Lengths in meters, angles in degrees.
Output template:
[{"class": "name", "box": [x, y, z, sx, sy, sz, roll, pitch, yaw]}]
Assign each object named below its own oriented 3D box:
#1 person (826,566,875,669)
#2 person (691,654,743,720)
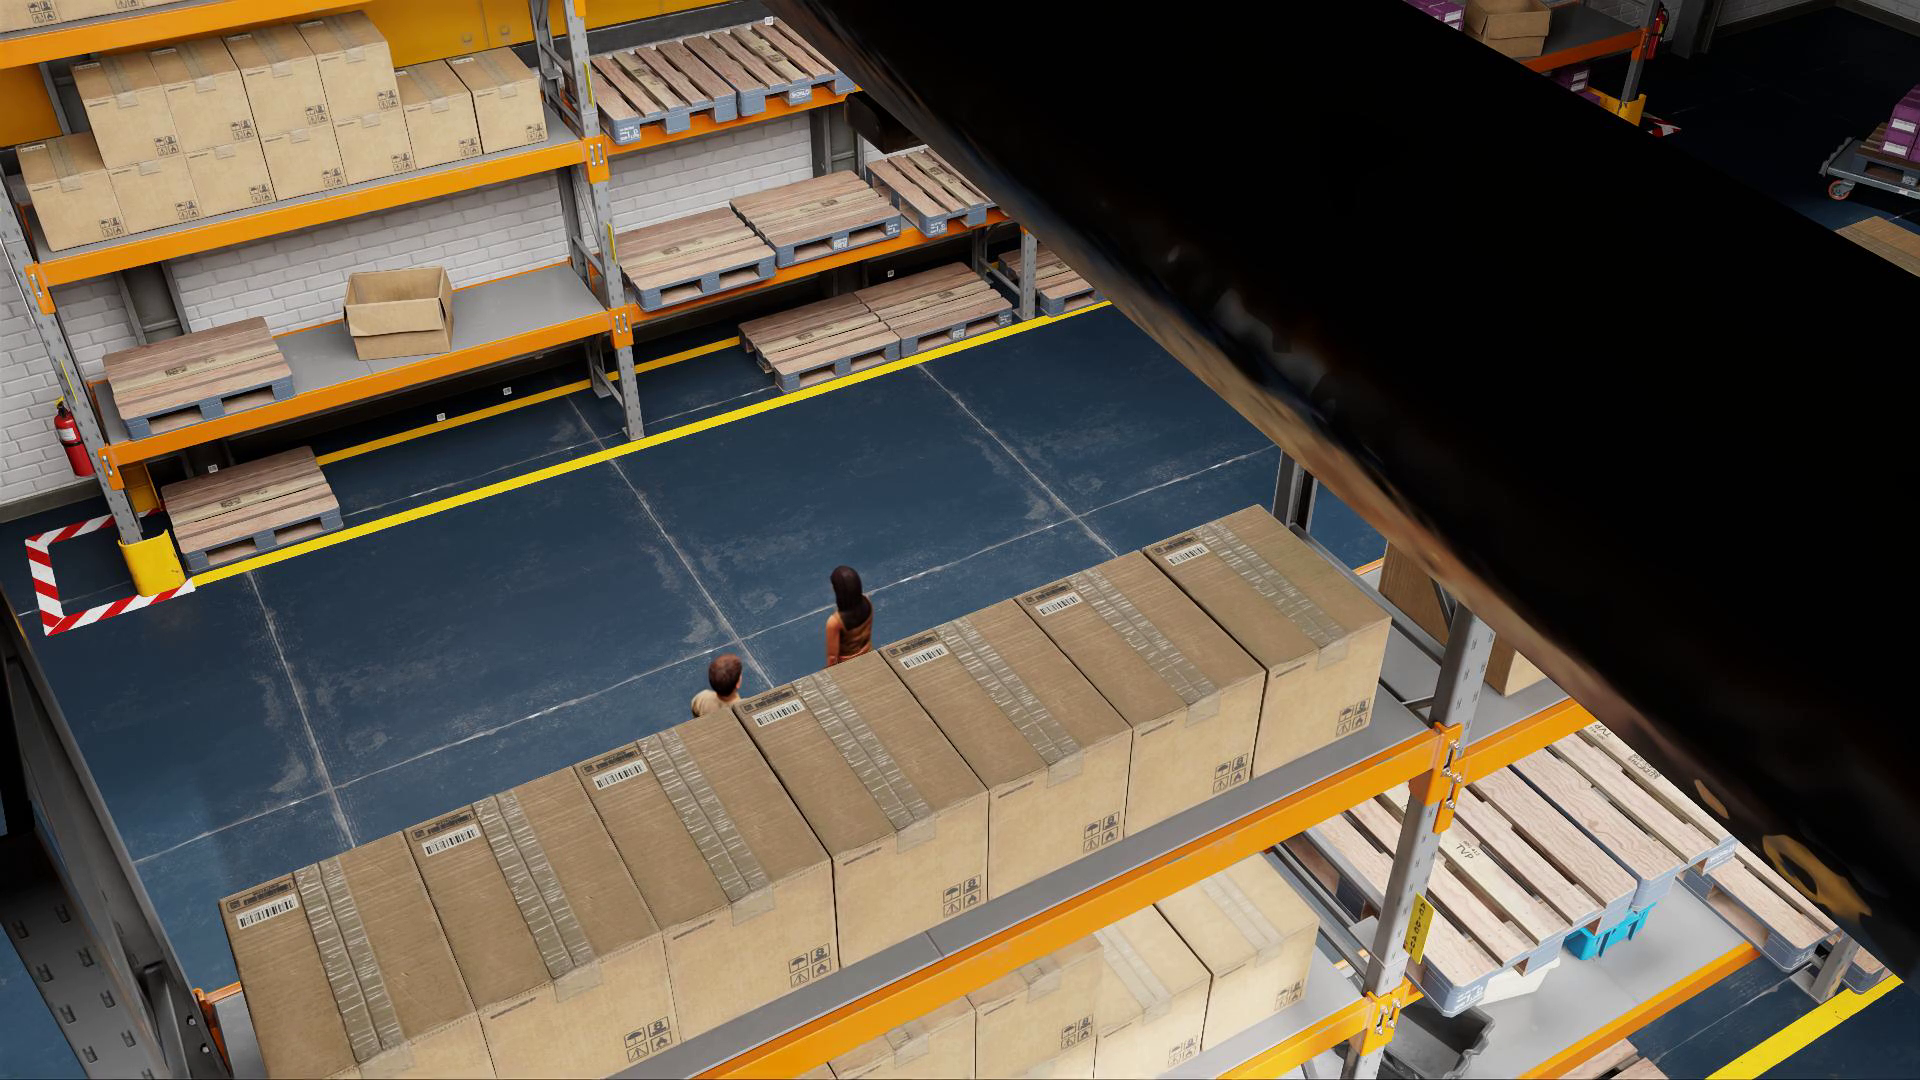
[{"class": "person", "box": [-0.701, 0.864, 10.911, 0.699, 1.684, 0.590, 22, 44, 25]}, {"class": "person", "box": [-1.346, 1.413, 10.089, 0.749, 1.851, 0.780, 14, 41, 17]}]
